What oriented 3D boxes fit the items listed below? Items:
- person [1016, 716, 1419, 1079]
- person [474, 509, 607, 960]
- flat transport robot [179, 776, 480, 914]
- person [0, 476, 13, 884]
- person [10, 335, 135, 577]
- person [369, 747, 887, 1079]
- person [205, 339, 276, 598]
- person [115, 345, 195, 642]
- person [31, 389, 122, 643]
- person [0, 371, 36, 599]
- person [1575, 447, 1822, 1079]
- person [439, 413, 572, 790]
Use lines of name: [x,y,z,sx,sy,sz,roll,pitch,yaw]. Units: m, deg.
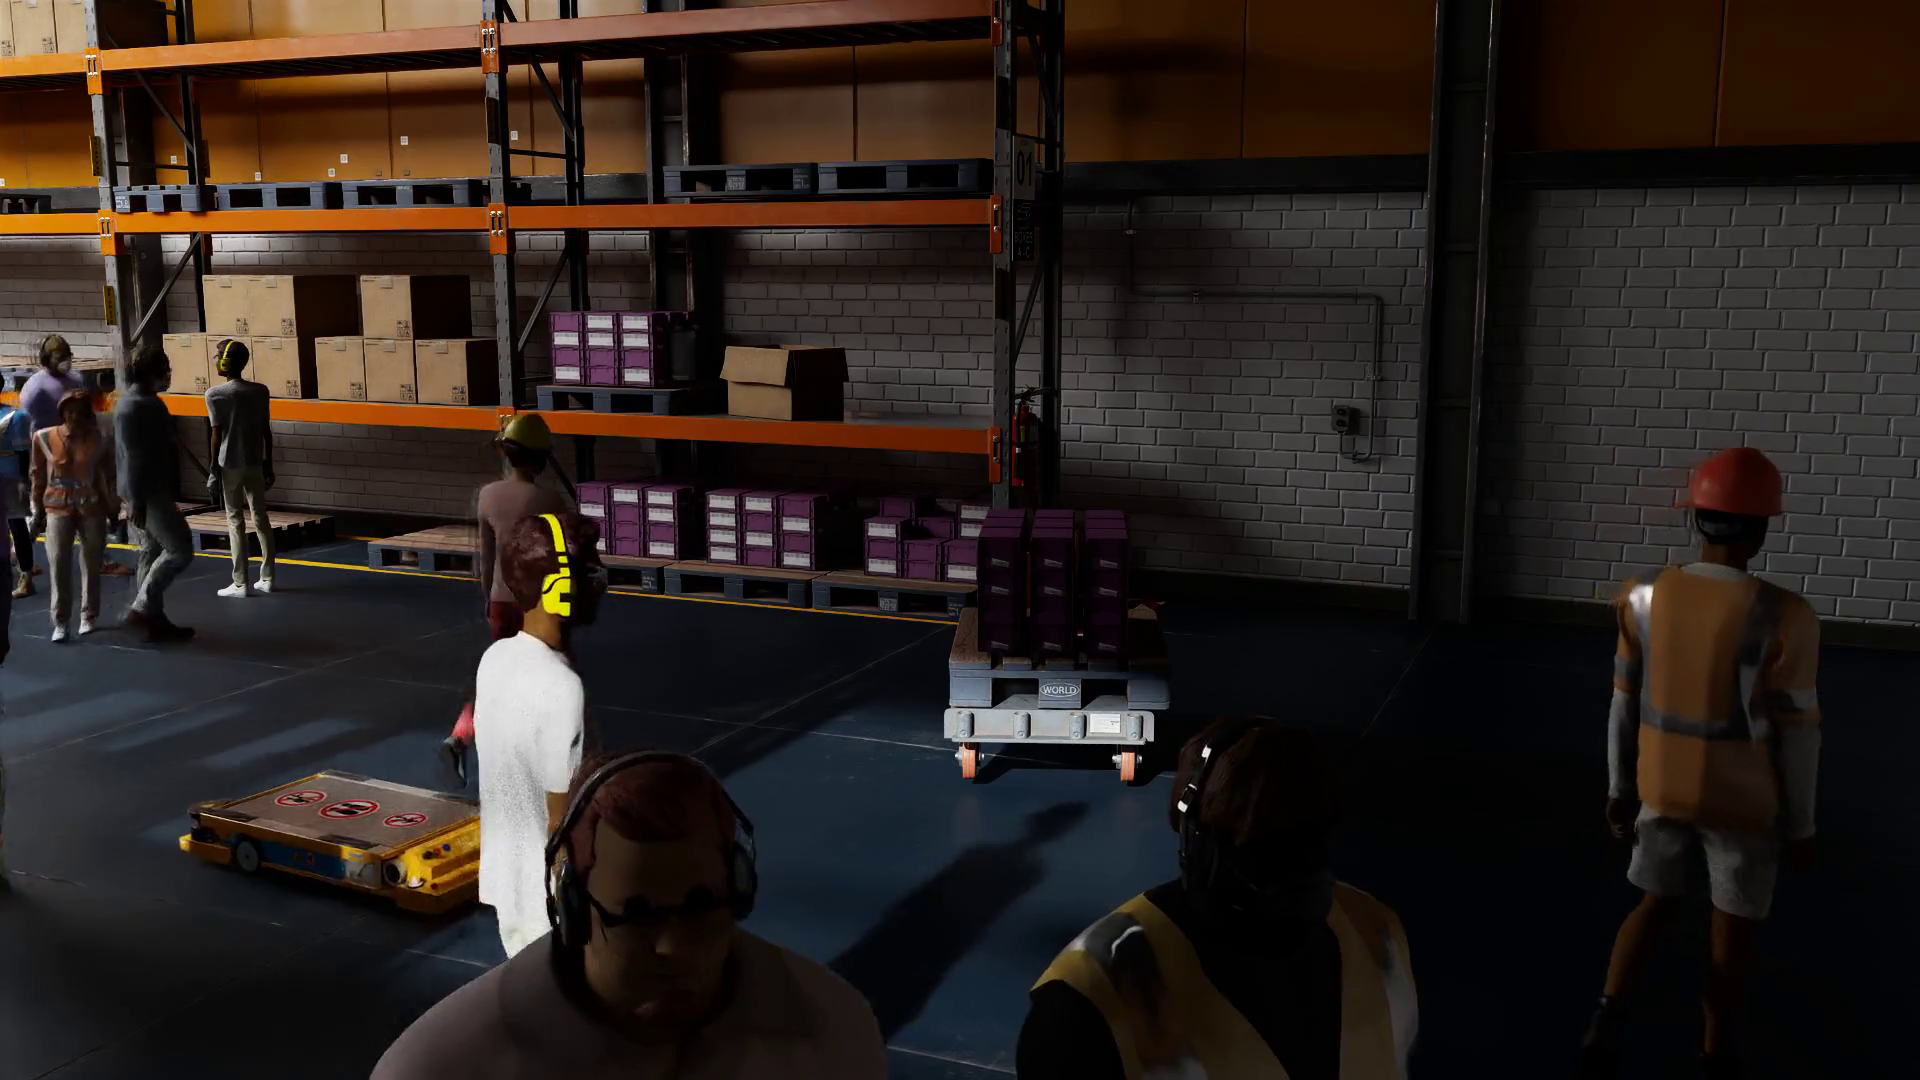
person: [0.385,1.134,2.273,0.636,1.842,0.429,-6,11,-31]
person: [-0.901,0.847,3.937,0.493,1.857,0.552,-7,12,-37]
flat transport robot: [-2.384,1.182,6.684,1.431,0.197,0.652,5,11,28]
person: [-4.030,0.345,6.473,0.716,2.017,0.634,6,11,34]
person: [-6.946,-0.632,12.732,1.015,1.891,0.628,0,9,1]
person: [-0.382,1.149,2.055,0.673,1.885,0.642,-4,10,-23]
person: [-5.226,-0.518,12.074,0.323,1.875,0.530,6,11,32]
person: [-5.062,-0.271,10.492,0.453,1.910,0.687,-3,10,-15]
person: [-5.646,-0.151,10.631,0.531,1.605,0.738,-4,10,-23]
person: [-6.947,-0.415,12.001,0.532,1.693,0.319,1,10,8]
person: [2.060,0.702,4.618,0.673,1.921,0.565,-7,12,-38]
person: [-2.050,0.288,7.659,0.528,1.742,0.755,5,11,28]
